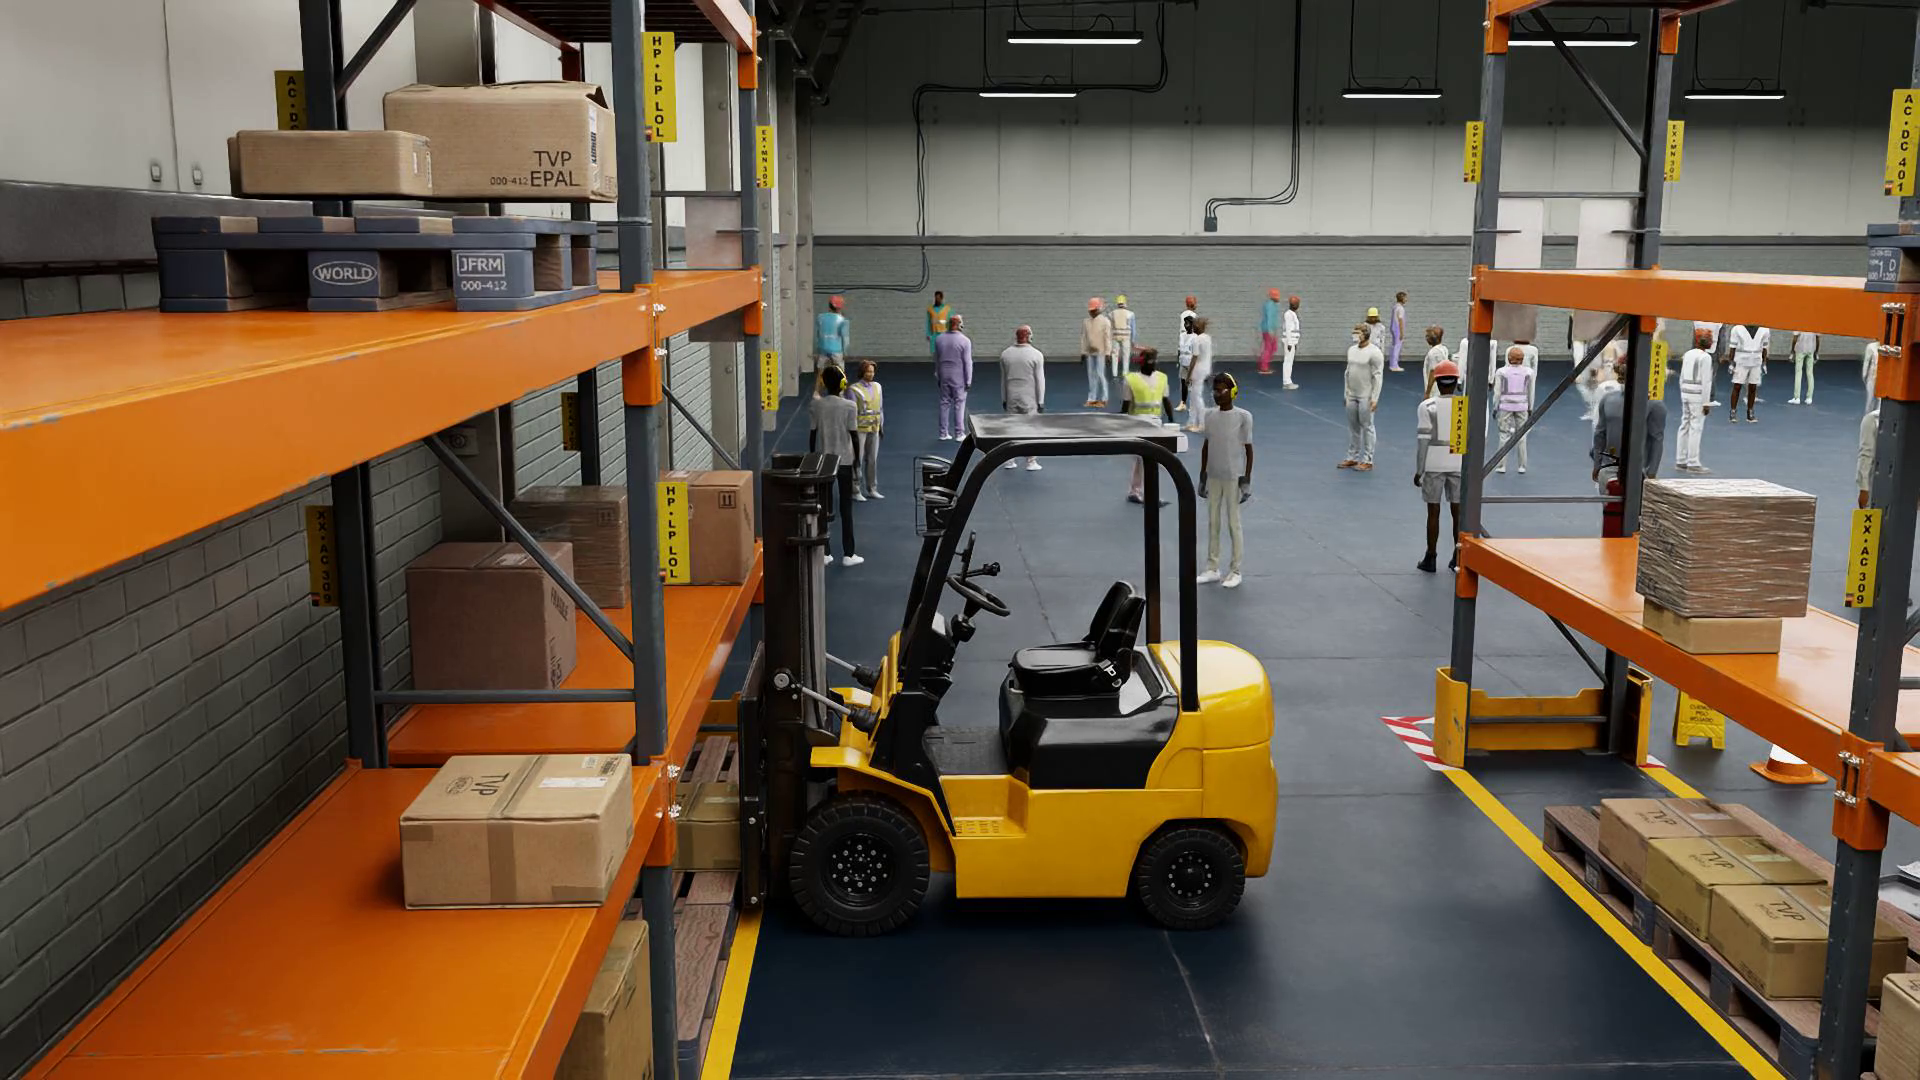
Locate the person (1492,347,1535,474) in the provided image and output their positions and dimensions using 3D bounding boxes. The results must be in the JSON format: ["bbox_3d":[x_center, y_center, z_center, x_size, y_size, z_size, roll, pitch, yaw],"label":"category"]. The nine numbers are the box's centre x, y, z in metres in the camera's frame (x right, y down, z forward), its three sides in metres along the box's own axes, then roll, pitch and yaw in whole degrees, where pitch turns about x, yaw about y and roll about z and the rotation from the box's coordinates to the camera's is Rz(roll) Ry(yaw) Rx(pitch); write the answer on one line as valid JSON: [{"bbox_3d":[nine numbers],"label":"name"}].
[{"bbox_3d":[7.143,-1.670,21.479,0.518,1.639,0.312,1,10,8],"label":"person"}]

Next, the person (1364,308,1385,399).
[{"bbox_3d":[7.817,-3.538,31.598,0.488,1.743,0.321,1,10,4],"label":"person"}]

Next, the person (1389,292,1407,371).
[{"bbox_3d":[10.138,-4.816,38.479,0.340,1.837,0.501,-1,10,-4],"label":"person"}]

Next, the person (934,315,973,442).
[{"bbox_3d":[-0.073,-2.424,24.974,0.644,1.900,0.399,7,12,33],"label":"person"}]

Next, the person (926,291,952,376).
[{"bbox_3d":[-0.459,-4.647,37.332,0.607,1.902,0.644,4,11,21],"label":"person"}]

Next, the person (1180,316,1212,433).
[{"bbox_3d":[3.687,-2.584,26.046,0.512,1.829,0.562,5,12,28],"label":"person"}]

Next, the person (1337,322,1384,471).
[{"bbox_3d":[5.252,-1.869,21.757,0.374,1.941,0.627,-5,11,-27],"label":"person"}]

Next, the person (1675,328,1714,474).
[{"bbox_3d":[9.542,-1.806,21.567,0.354,1.881,0.576,-1,10,-6],"label":"person"}]

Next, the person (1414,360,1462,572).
[{"bbox_3d":[4.386,-0.665,15.084,0.542,1.927,0.380,0,10,-1],"label":"person"}]

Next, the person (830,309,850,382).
[{"bbox_3d":[-2.587,-4.163,35.384,0.504,1.632,0.270,-5,11,-26],"label":"person"}]

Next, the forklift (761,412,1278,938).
[{"bbox_3d":[0.291,0.548,7.580,2.313,2.155,1.214,0,10,-2],"label":"forklift"}]

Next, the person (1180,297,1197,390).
[{"bbox_3d":[4.643,-3.961,33.569,0.356,1.883,0.574,-4,11,-23],"label":"person"}]

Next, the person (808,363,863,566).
[{"bbox_3d":[-1.141,-0.691,15.375,0.512,1.877,0.328,3,11,15],"label":"person"}]

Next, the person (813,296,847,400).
[{"bbox_3d":[-2.411,-3.534,30.911,0.657,1.984,0.416,1,10,8],"label":"person"}]

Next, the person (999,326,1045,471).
[{"bbox_3d":[0.833,-1.859,21.833,0.641,1.899,0.394,6,12,29],"label":"person"}]

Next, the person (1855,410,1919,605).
[{"bbox_3d":[7.681,-0.428,13.702,0.602,1.948,0.387,-1,10,-5],"label":"person"}]

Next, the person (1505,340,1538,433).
[{"bbox_3d":[8.781,-2.490,26.064,0.498,1.634,0.280,1,10,6],"label":"person"}]

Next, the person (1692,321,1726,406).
[{"bbox_3d":[13.678,-3.408,30.384,0.377,1.917,0.599,-9,13,-39],"label":"person"}]

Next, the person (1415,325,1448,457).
[{"bbox_3d":[6.556,-2.052,23.036,0.345,1.846,0.508,7,12,33],"label":"person"}]

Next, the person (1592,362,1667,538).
[{"bbox_3d":[5.993,-0.649,14.979,0.372,1.934,0.627,-10,14,-43],"label":"person"}]

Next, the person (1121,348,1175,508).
[{"bbox_3d":[2.148,-1.252,18.702,0.592,1.802,0.956,-7,12,-32],"label":"person"}]

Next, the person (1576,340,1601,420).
[{"bbox_3d":[10.600,-2.938,27.818,0.595,1.902,0.460,-9,14,-42],"label":"person"}]

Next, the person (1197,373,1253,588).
[{"bbox_3d":[2.296,-0.521,14.444,0.535,1.868,0.309,9,14,41],"label":"person"}]

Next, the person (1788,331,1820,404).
[{"bbox_3d":[15.615,-3.453,30.773,0.514,1.872,0.332,1,10,5],"label":"person"}]

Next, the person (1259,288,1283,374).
[{"bbox_3d":[7.043,-4.729,37.654,0.572,1.946,0.642,5,12,28],"label":"person"}]

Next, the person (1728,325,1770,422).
[{"bbox_3d":[13.063,-2.925,27.562,0.612,1.962,0.361,1,10,8],"label":"person"}]

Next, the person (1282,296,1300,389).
[{"bbox_3d":[6.757,-4.027,33.921,0.356,1.887,0.572,4,11,19],"label":"person"}]

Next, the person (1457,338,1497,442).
[{"bbox_3d":[7.708,-2.389,24.830,0.579,1.878,0.342,-1,10,-8],"label":"person"}]

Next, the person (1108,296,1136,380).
[{"bbox_3d":[3.471,-4.338,35.892,0.632,1.811,0.403,1,10,7],"label":"person"}]

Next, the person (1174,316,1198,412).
[{"bbox_3d":[4.022,-3.087,29.213,0.320,1.698,0.531,-9,14,-41],"label":"person"}]

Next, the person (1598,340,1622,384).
[{"bbox_3d":[9.498,-2.299,24.198,0.390,1.922,0.554,6,12,29],"label":"person"}]

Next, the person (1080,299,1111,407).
[{"bbox_3d":[2.435,-3.366,30.092,0.678,1.978,0.471,10,14,44],"label":"person"}]

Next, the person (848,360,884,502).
[{"bbox_3d":[-1.089,-1.263,19.241,0.311,1.631,0.504,10,14,43],"label":"person"}]
